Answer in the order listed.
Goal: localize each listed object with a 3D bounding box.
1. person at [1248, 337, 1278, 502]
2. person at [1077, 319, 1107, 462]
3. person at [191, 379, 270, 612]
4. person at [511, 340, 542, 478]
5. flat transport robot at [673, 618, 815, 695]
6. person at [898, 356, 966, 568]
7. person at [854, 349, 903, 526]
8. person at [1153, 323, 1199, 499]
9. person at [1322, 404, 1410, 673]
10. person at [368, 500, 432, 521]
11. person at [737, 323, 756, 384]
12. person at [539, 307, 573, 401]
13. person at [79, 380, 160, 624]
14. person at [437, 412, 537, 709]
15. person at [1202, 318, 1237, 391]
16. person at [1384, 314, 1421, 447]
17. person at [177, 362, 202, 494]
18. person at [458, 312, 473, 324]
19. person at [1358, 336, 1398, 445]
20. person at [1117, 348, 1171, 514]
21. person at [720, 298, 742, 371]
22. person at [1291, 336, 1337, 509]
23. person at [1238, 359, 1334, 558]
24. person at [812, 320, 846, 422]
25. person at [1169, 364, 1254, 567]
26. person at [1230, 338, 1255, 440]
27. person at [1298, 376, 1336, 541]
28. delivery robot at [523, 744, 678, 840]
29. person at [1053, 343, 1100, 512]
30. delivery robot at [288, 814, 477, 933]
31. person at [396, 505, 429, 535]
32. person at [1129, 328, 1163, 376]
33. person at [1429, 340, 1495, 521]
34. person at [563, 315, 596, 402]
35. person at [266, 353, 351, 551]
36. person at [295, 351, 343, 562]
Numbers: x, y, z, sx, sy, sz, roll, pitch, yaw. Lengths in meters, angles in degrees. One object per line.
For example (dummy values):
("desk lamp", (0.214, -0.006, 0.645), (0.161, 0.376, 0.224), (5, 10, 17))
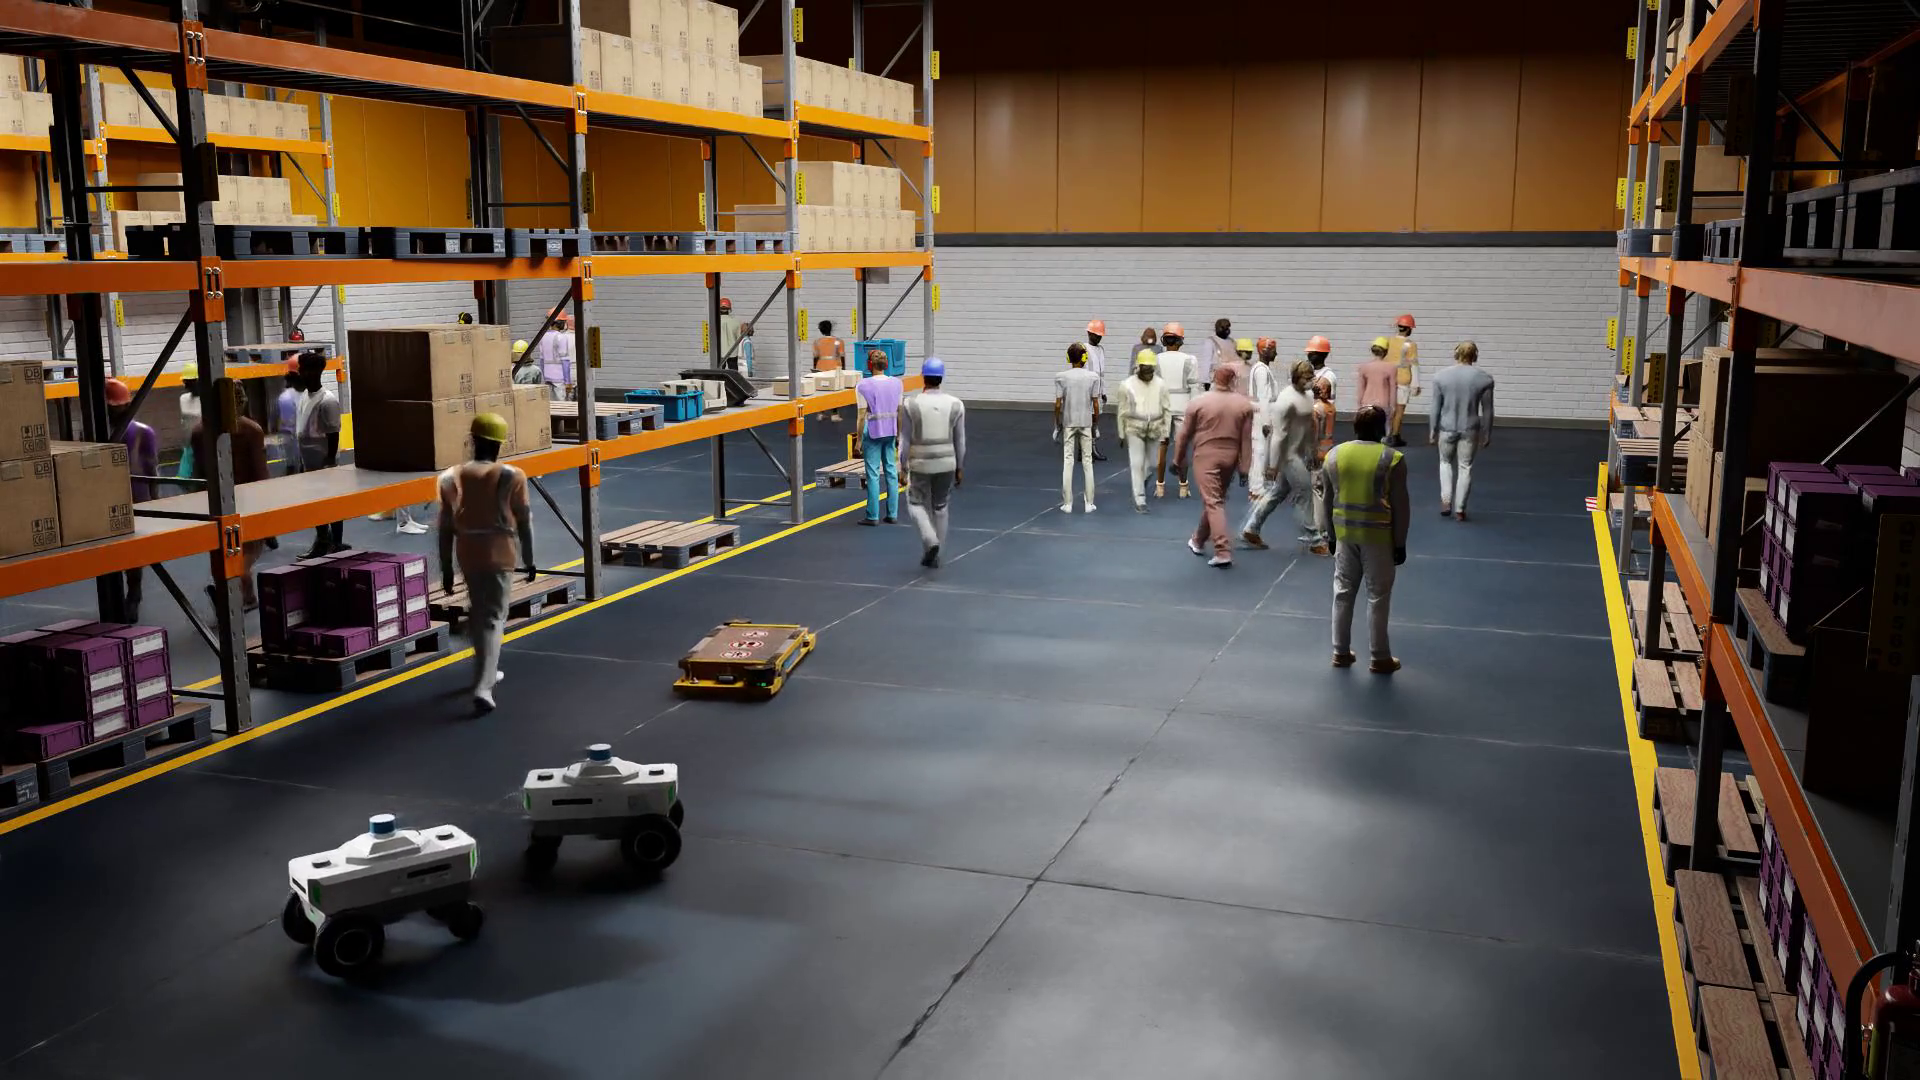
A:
("person", (3.459, -1.367, 18.966), (0.355, 1.883, 0.576), (1, 10, 4))
("person", (1.798, -2.011, 22.464), (0.369, 1.929, 0.542), (9, 13, 41))
("person", (-5.723, -0.317, 13.060), (0.650, 1.887, 0.736), (3, 11, 16))
("person", (-5.442, -1.618, 20.768), (0.294, 1.744, 0.486), (10, 14, 44))
("flat transport robot", (-1.451, 0.785, 11.379), (0.652, 0.197, 1.431), (1, 10, 6))
("person", (-0.240, -0.680, 14.956), (0.629, 1.927, 0.501), (-3, 10, -15))
("person", (-0.838, -1.061, 17.343), (0.570, 1.845, 0.380), (-7, 12, -36))
("person", (2.444, -1.484, 19.198), (0.605, 2.033, 0.392), (2, 10, 8))
("person", (2.800, -0.011, 11.437), (0.625, 1.846, 0.429), (8, 13, 39))
("person", (-5.991, -1.050, 17.734), (0.644, 1.676, 0.532), (-4, 11, -24))
("person", (-3.552, -2.804, 27.744), (0.311, 1.638, 0.522), (-3, 11, -17))
("person", (-5.768, -2.320, 23.875), (0.608, 2.045, 0.391), (9, 14, 43))
("person", (-6.621, -0.330, 13.139), (0.559, 1.891, 1.007), (-2, 10, -10))
("person", (-3.038, 0.123, 10.635), (0.584, 1.872, 0.948), (1, 10, 5))
("person", (3.942, -2.447, 25.199), (0.633, 1.834, 0.479), (-8, 13, -38))
("person", (6.463, -2.310, 24.146), (0.542, 1.923, 0.580), (-7, 12, -35))
("person", (-7.658, -0.911, 16.737), (0.553, 1.750, 0.372), (4, 11, 24))
("person", (-7.749, -2.640, 26.169), (0.328, 1.872, 0.514), (3, 10, 16))
("person", (5.393, -1.756, 21.539), (0.525, 1.754, 0.425), (6, 12, 30))
("person", (2.011, -1.218, 18.343), (0.598, 1.810, 0.691), (-2, 10, -10))
("person", (-4.118, -3.261, 29.312), (0.611, 1.995, 0.375), (-2, 10, -12))
("person", (3.891, -1.262, 18.205), (0.350, 1.942, 0.547), (-3, 10, -15))
("person", (3.097, -0.781, 15.712), (0.988, 1.881, 0.704), (6, 12, 29))
("person", (-2.174, -2.780, 27.492), (0.561, 1.686, 0.335), (1, 10, 4))
("person", (2.345, -0.704, 15.357), (0.652, 1.838, 1.035), (-3, 11, -19))
("person", (3.593, -1.768, 21.636), (0.531, 1.741, 0.758), (-8, 13, -38))
("person", (3.542, -0.798, 16.459), (0.319, 1.634, 0.527), (7, 12, 34))
("delivery robot", (-1.704, 1.213, 7.906), (0.707, 0.478, 0.477), (-1, 10, -8))
("person", (1.279, -1.223, 18.225), (0.520, 1.860, 0.332), (1, 10, 4))
("delivery robot", (-2.391, 1.387, 6.929), (0.707, 0.478, 0.477), (-8, 13, -38))
("person", (-5.608, -0.990, 16.893), (0.323, 1.865, 0.518), (-2, 10, -9))
("person", (2.949, -2.563, 26.493), (0.527, 1.591, 0.841), (2, 10, 9))
("person", (5.352, -1.169, 17.746), (0.655, 1.914, 0.596), (4, 11, 19))
("person", (-5.719, -2.374, 24.615), (0.652, 1.896, 0.402), (-6, 12, -30))
("person", (-6.286, -0.824, 15.821), (0.809, 1.915, 0.560), (1, 10, 8))
("person", (-5.882, -0.746, 15.231), (0.607, 1.967, 0.367), (9, 14, 42))
